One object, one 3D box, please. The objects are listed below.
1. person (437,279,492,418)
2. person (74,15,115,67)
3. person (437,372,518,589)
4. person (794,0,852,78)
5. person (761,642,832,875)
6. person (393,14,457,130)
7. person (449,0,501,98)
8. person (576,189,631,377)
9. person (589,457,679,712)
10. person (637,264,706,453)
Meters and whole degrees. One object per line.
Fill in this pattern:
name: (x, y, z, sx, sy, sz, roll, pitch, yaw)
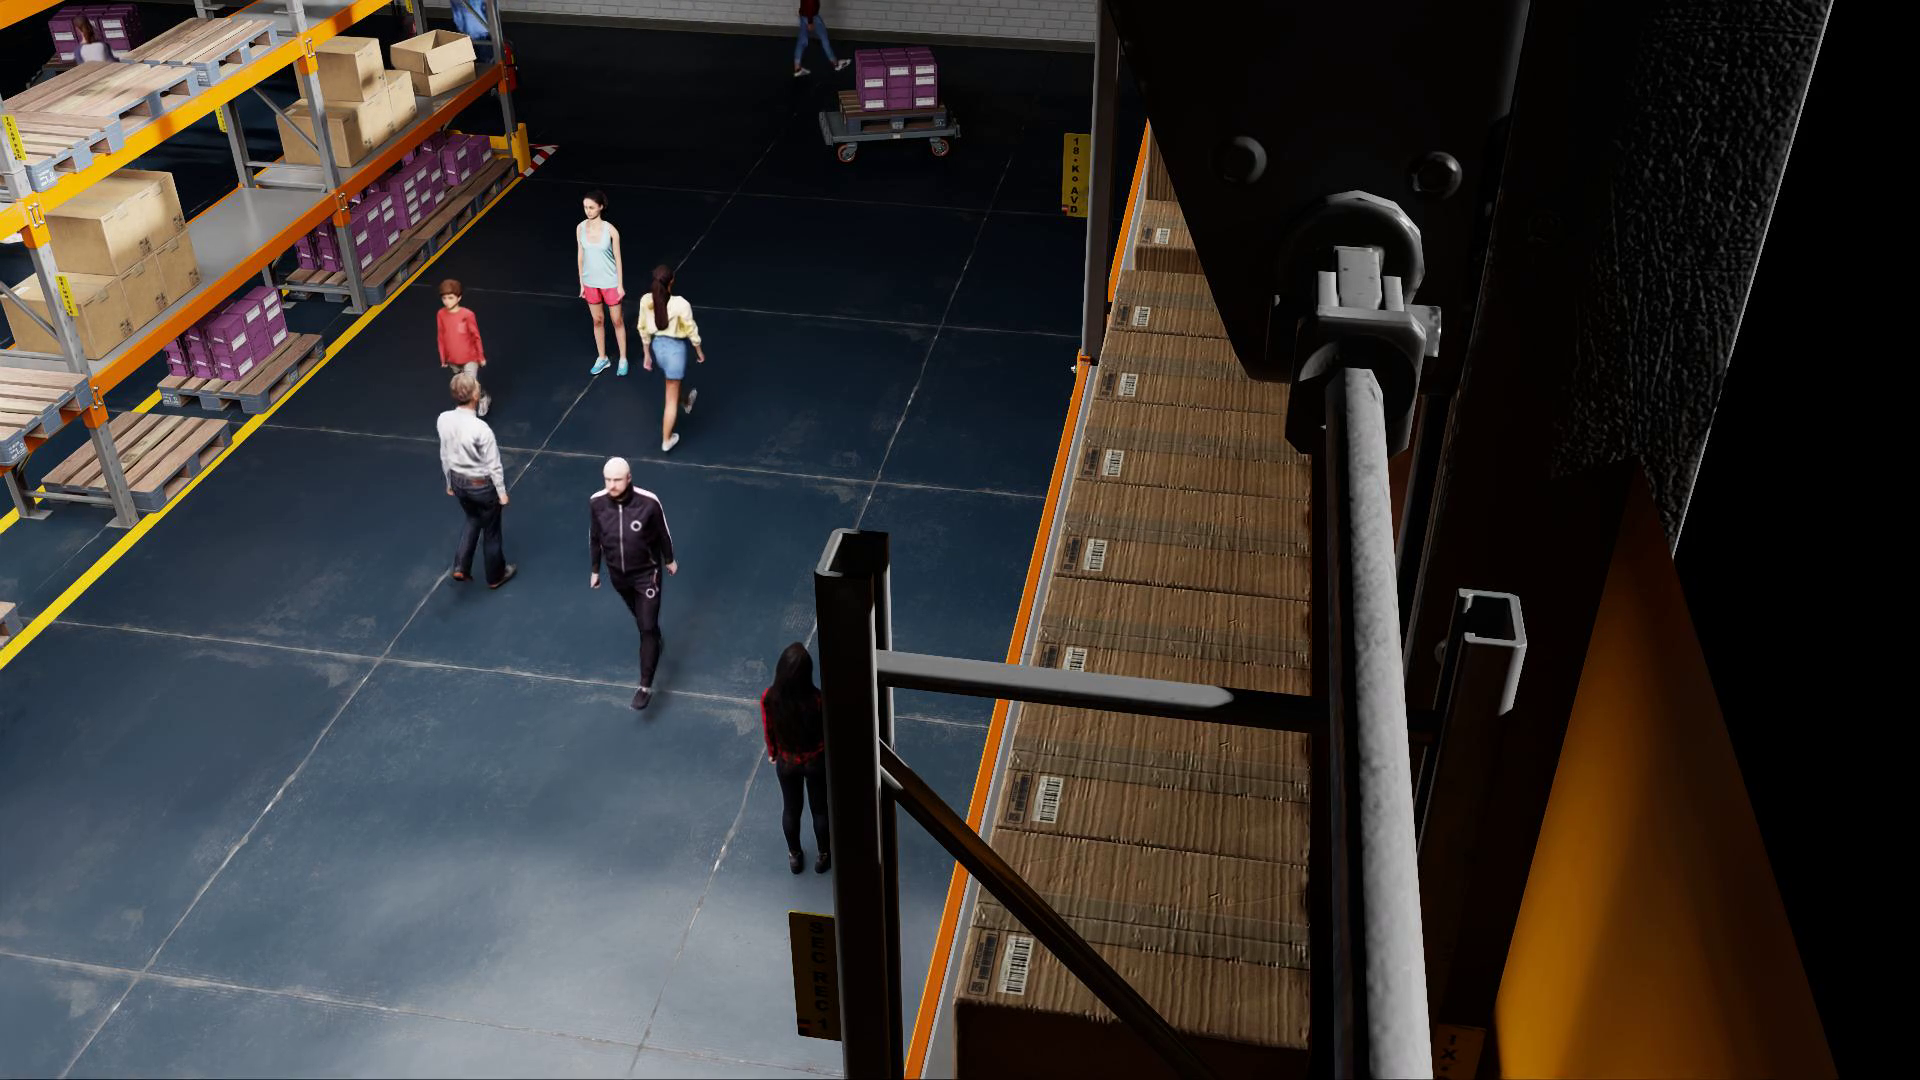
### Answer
person: (-4.307, -1.627, 14.501, 0.540, 1.388, 0.945, 6, 34, 9)
person: (-10.138, -5.310, 19.708, 0.804, 1.758, 0.873, -16, 37, -22)
person: (-3.615, -0.372, 12.234, 0.776, 1.807, 0.898, 14, 36, 20)
person: (-2.096, -7.031, 22.444, 1.061, 1.594, 1.063, -16, 37, -22)
person: (-0.929, 1.309, 9.840, 0.601, 1.658, 0.527, 3, 34, 4)
person: (-6.752, -5.561, 20.265, 1.084, 1.559, 1.049, -22, 40, -30)
person: (-6.302, -6.630, 21.677, 1.127, 1.776, 1.195, -21, 39, -29)
person: (-3.277, -2.347, 15.244, 0.575, 1.765, 0.563, 5, 34, 8)
person: (-2.213, 0.177, 11.437, 0.699, 1.774, 1.216, 5, 34, 7)
person: (-2.496, -1.511, 14.147, 0.772, 1.587, 1.118, 11, 35, 16)
